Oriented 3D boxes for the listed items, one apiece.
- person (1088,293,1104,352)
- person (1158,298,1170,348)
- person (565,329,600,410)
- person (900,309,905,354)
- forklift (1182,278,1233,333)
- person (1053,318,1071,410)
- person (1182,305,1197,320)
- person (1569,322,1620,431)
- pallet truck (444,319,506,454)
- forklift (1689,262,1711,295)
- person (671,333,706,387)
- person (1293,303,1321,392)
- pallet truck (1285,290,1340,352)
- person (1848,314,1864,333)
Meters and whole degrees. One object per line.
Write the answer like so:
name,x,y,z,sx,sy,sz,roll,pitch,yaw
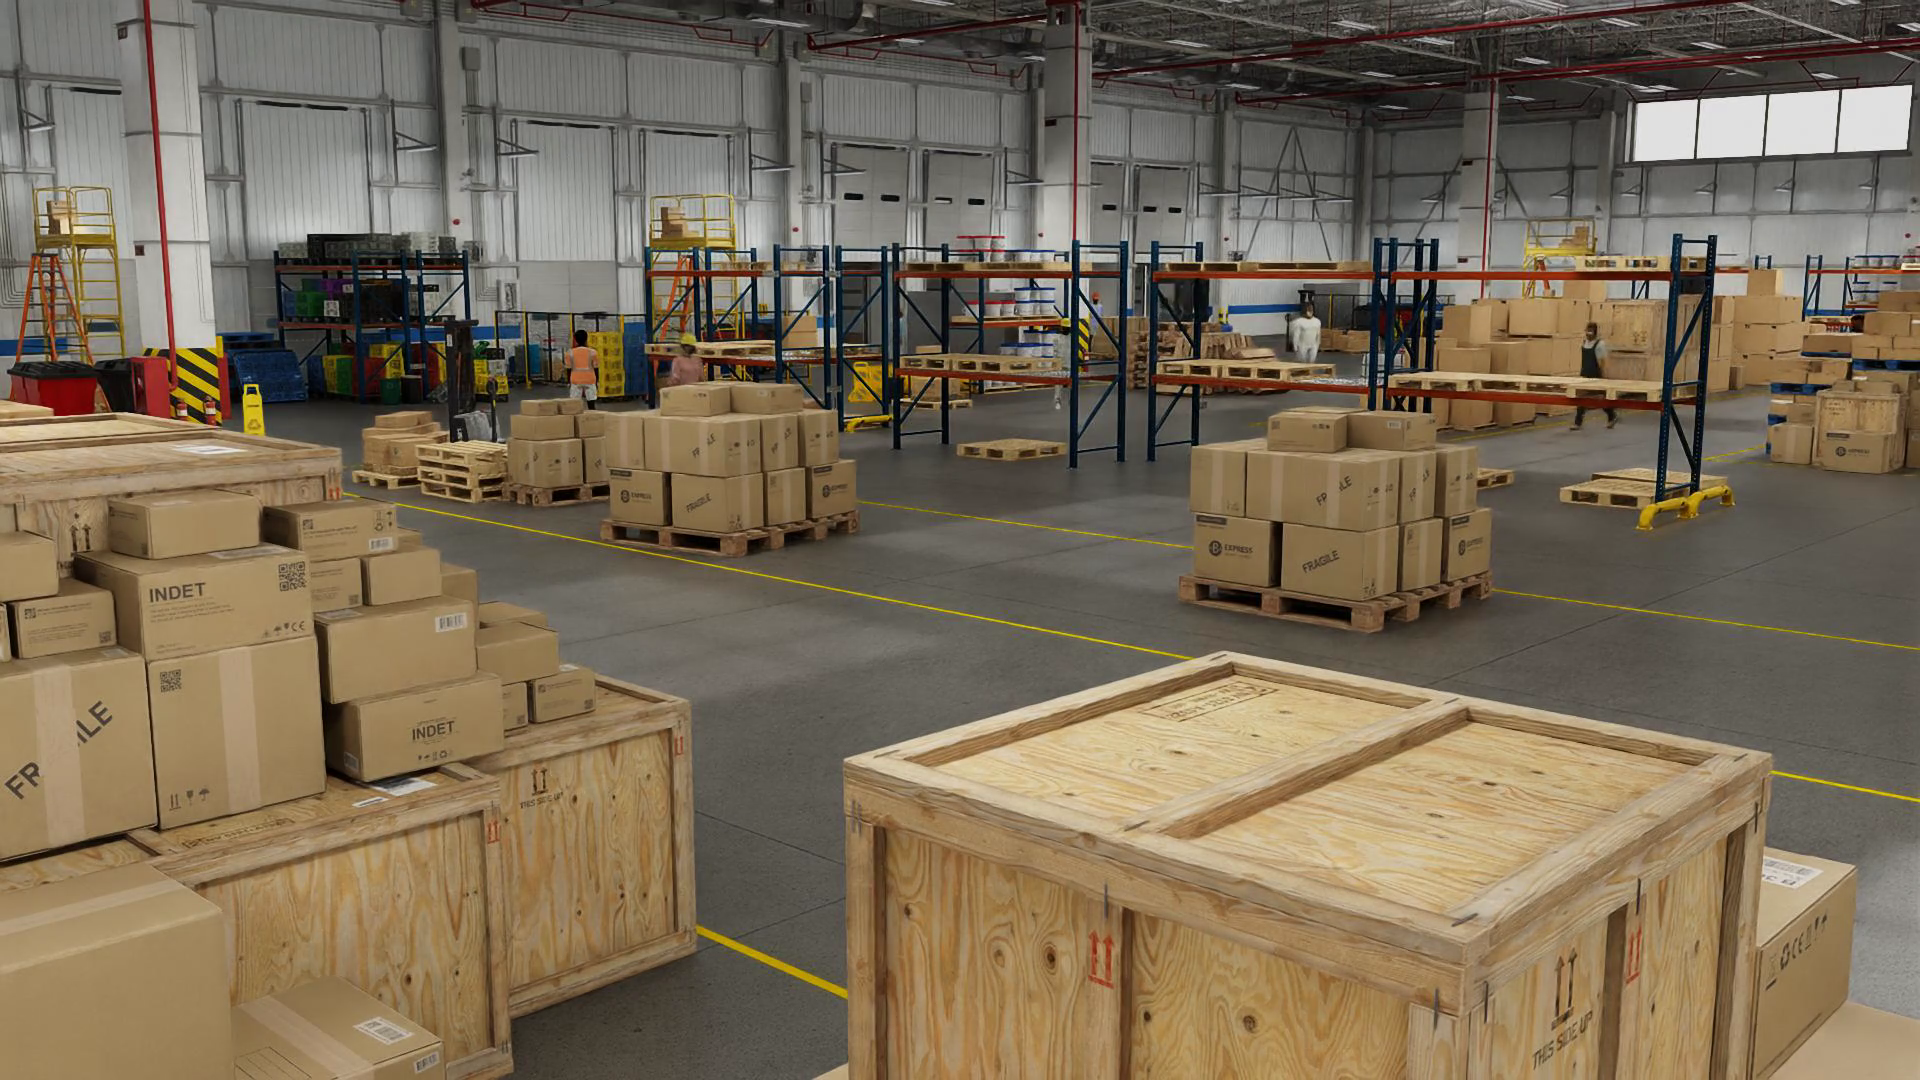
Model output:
person,4.172,-6.649,51.233,0.554,1.928,0.398,-3,10,-17
person,5.255,-5.358,43.333,0.484,1.925,0.637,1,9,6
person,-5.994,-2.496,26.460,0.540,1.700,0.316,-2,9,-11
person,-1.600,-5.221,43.380,0.313,1.631,0.517,-3,10,-17
forklift,6.651,-6.381,46.671,1.873,2.768,1.129,9,13,43
person,1.992,-3.319,31.395,0.484,1.738,0.321,0,9,1
person,6.448,-5.885,46.792,0.654,1.845,0.536,5,11,28
person,10.477,-2.700,27.418,0.846,1.808,0.559,-5,10,-26
pallet truck,-6.981,-1.942,22.150,1.885,1.965,0.823,1,9,9
forklift,19.863,-6.089,44.880,1.873,2.768,1.129,3,10,17
person,-3.781,-2.028,23.437,0.598,1.747,0.528,7,11,36
person,7.500,-4.165,36.034,0.642,1.913,0.585,-3,10,-15
pallet truck,11.297,-6.951,52.861,1.885,1.965,0.823,-5,11,-29
person,15.454,-2.948,28.669,0.887,1.887,0.599,-8,12,-42
